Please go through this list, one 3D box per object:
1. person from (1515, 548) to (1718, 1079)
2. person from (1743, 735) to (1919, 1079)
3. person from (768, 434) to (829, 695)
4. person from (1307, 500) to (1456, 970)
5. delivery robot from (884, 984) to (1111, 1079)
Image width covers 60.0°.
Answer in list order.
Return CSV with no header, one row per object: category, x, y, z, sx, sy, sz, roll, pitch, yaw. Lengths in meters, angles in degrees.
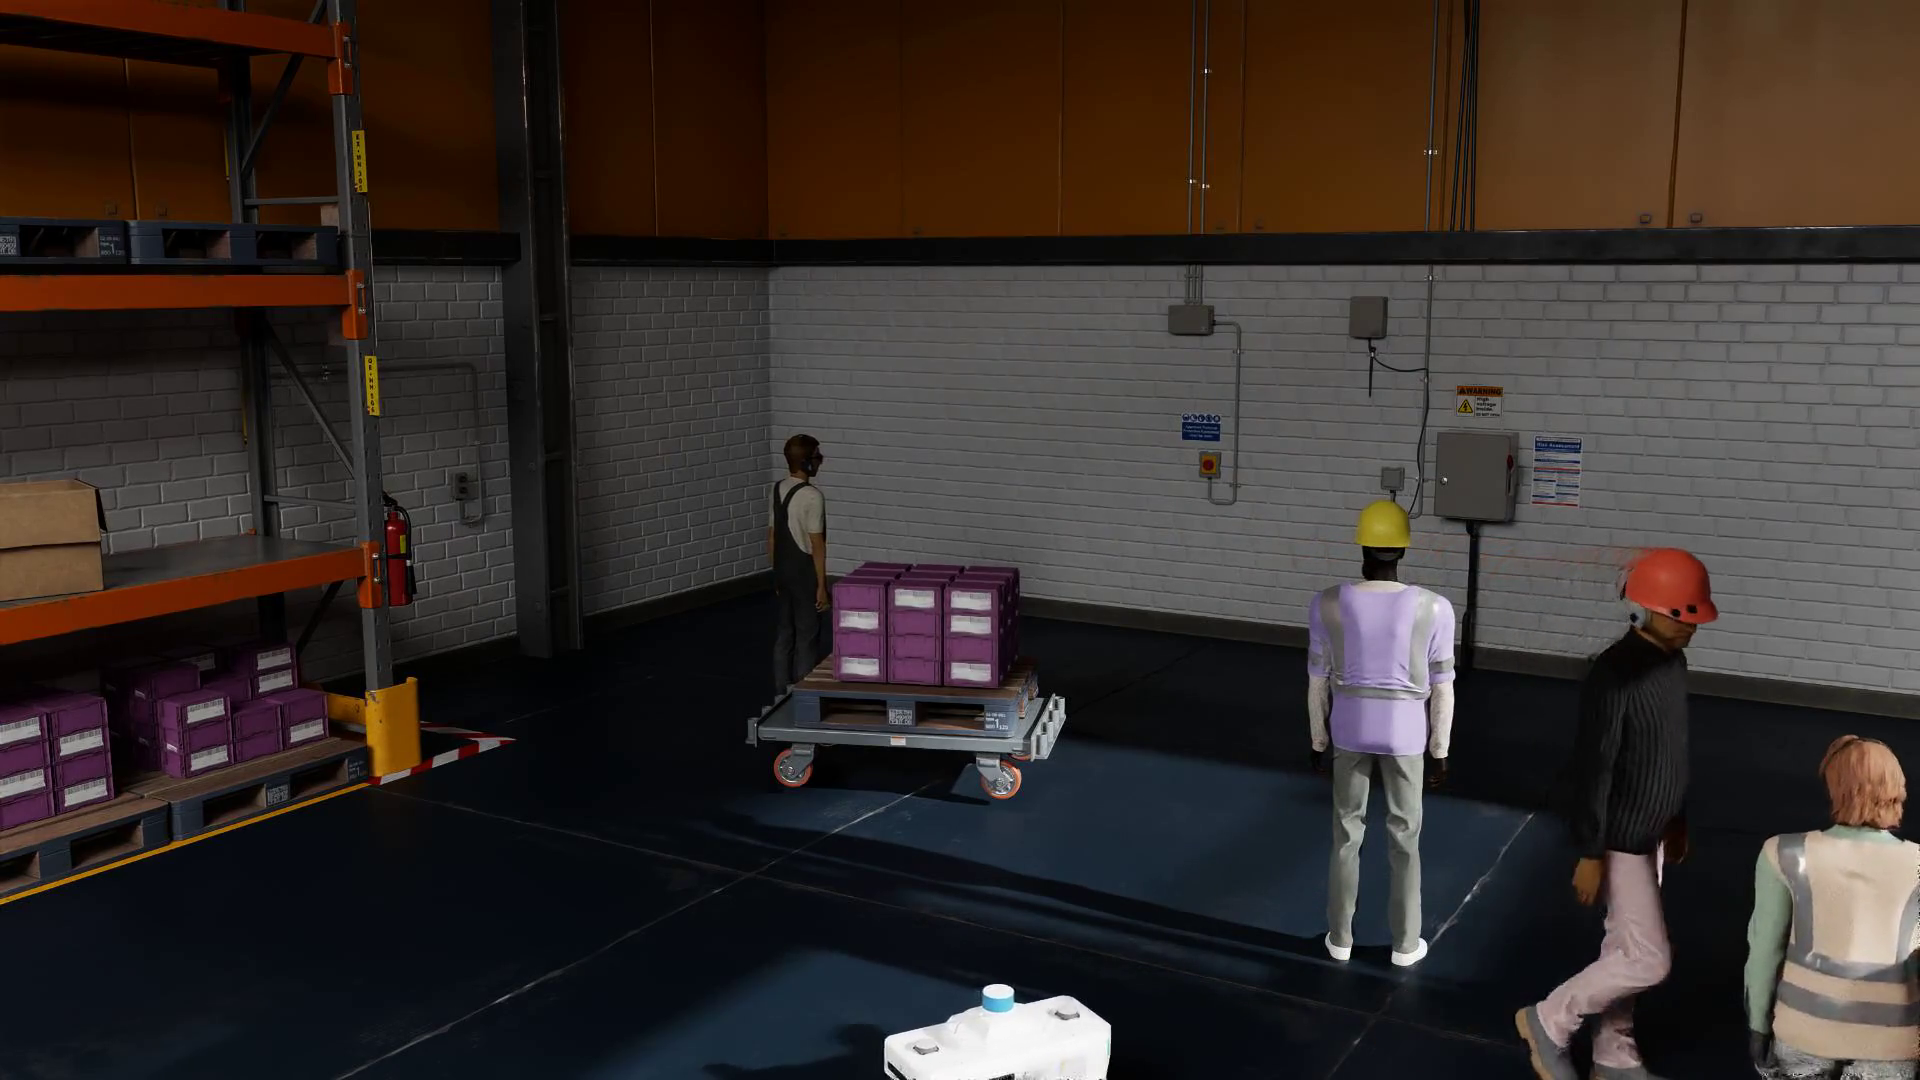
person,2.250,0.977,5.574,0.502,1.963,0.718,7,11,37
person,2.406,1.320,4.506,0.518,1.614,0.651,5,10,28
person,-0.998,0.258,10.417,0.347,1.846,0.505,-8,12,-42
person,1.707,0.797,6.792,0.587,1.930,0.354,3,10,18
delivery robot,0.120,1.670,5.329,0.707,0.478,0.477,-5,10,-27
